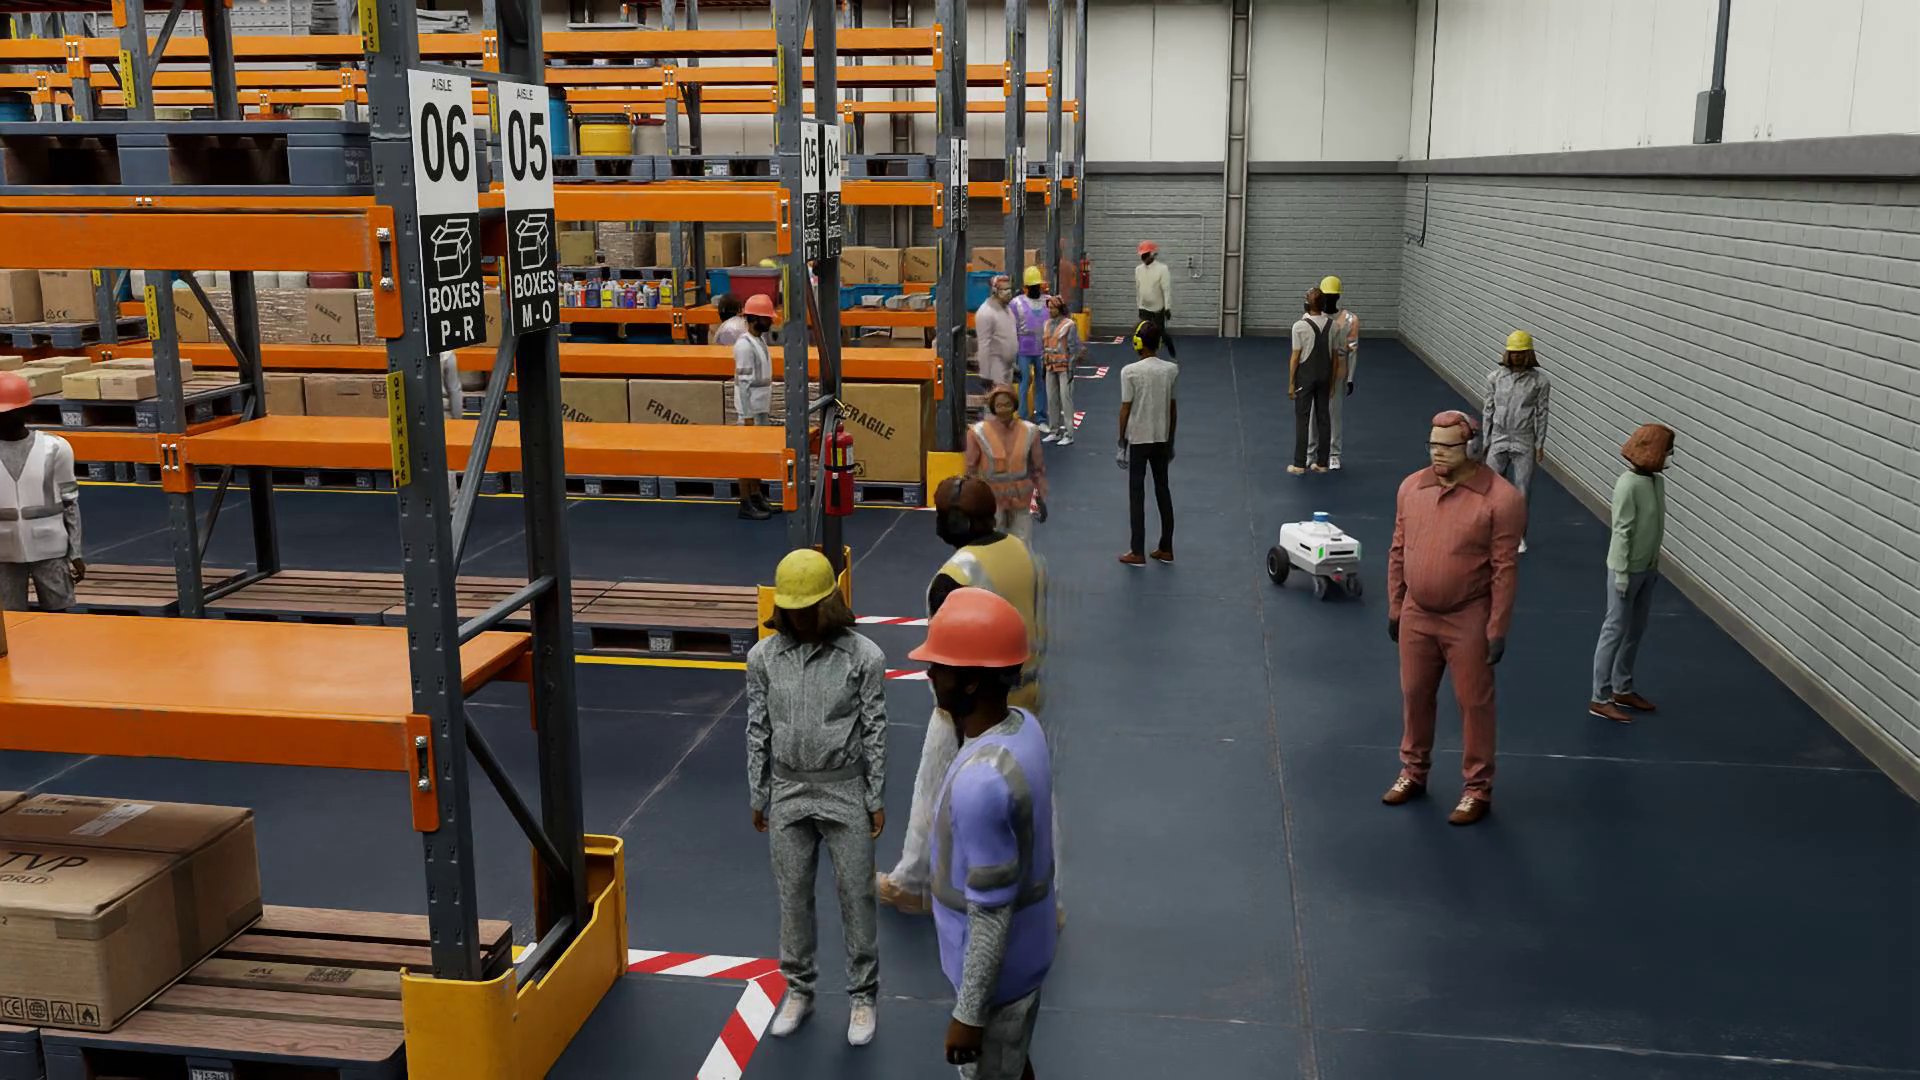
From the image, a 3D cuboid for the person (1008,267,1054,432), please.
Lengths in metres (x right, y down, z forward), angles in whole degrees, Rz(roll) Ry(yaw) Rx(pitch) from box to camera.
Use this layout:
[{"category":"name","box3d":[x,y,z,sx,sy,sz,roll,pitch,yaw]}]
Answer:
[{"category":"person","box3d":[0.834,-2.132,18.850,0.617,1.910,0.461,-3,13,-14]}]

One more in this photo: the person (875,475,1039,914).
[{"category":"person","box3d":[-0.004,0.631,6.575,0.880,1.804,0.633,9,15,34]}]

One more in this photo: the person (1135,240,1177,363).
[{"category":"person","box3d":[2.929,-3.492,24.819,0.622,1.963,0.743,11,17,41]}]

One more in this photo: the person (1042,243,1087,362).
[{"category":"person","box3d":[1.594,-3.775,26.139,0.635,1.959,0.935,-11,16,-40]}]

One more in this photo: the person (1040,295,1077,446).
[{"category":"person","box3d":[1.081,-1.857,18.193,0.311,1.632,0.526,-10,16,-39]}]

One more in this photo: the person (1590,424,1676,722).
[{"category":"person","box3d":[3.678,0.171,9.057,0.503,1.628,0.275,-12,17,-43]}]

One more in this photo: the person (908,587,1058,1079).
[{"category":"person","box3d":[0.057,1.069,4.280,0.377,1.938,0.547,3,13,11]}]

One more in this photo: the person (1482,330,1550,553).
[{"category":"person","box3d":[4.324,-0.765,13.003,0.484,1.745,0.307,6,14,25]}]

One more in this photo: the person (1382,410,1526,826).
[{"category":"person","box3d":[2.229,0.348,7.639,0.401,1.899,0.650,-12,17,-43]}]

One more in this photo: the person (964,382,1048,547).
[{"category":"person","box3d":[0.295,-0.232,10.857,0.579,1.620,0.435,-3,13,-15]}]

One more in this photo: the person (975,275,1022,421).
[{"category":"person","box3d":[0.412,-1.804,17.326,0.404,1.906,0.662,6,14,24]}]

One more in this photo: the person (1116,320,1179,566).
[{"category":"person","box3d":[1.424,-0.730,12.603,0.508,1.857,0.342,-5,14,-23]}]

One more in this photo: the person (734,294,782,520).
[{"category":"person","box3d":[-1.730,-1.137,14.271,0.389,1.928,0.549,3,13,12]}]

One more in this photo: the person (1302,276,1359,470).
[{"category":"person","box3d":[3.669,-1.665,16.642,0.589,1.930,0.361,6,14,23]}]

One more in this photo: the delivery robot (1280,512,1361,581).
[{"category":"delivery robot","box3d":[2.561,0.044,11.840,0.477,0.478,0.707,-3,13,-13]}]

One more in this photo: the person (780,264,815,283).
[{"category":"person","box3d":[-2.281,-3.106,22.892,0.685,2.000,0.535,11,16,40]}]

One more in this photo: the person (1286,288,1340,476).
[{"category":"person","box3d":[3.463,-1.547,16.329,0.503,1.840,0.346,-3,13,-14]}]

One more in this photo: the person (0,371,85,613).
[{"category":"person","box3d":[-4.950,0.064,8.824,0.548,1.934,0.375,-6,14,-24]}]

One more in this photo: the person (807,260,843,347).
[{"category":"person","box3d":[-1.837,-2.813,22.024,0.634,1.842,0.429,-7,15,-30]}]

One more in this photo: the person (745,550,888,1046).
[{"category":"person","box3d":[-0.490,0.872,5.649,0.490,1.731,0.321,2,13,8]}]
